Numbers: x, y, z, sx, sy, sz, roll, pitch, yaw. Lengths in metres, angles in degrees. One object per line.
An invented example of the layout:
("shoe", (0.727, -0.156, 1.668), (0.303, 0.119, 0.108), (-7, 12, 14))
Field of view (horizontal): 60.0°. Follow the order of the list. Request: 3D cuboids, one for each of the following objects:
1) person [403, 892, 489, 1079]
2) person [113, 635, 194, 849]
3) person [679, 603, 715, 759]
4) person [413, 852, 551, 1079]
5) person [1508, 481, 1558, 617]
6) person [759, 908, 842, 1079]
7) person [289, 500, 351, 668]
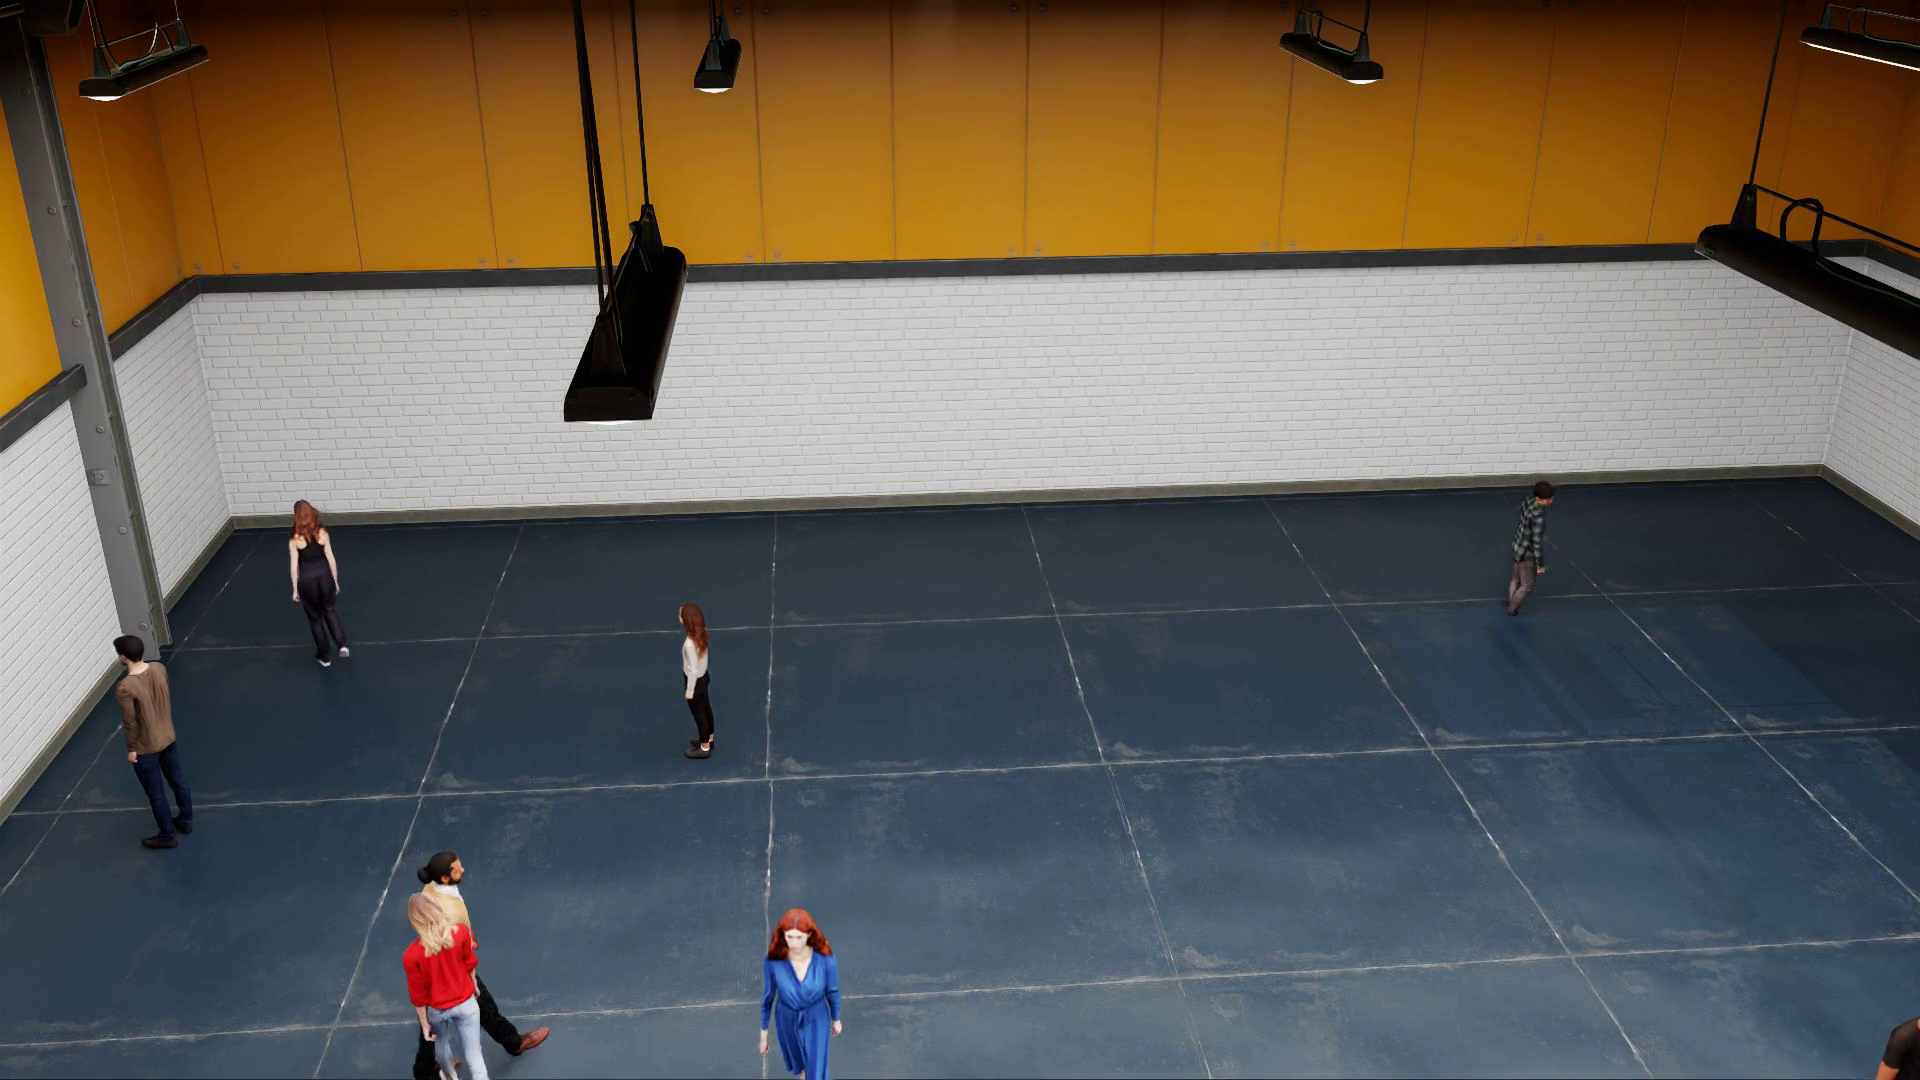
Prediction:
("person", (-3.181, 2.991, 10.480), (0.960, 1.673, 1.225), (-13, 27, -28))
("person", (-6.505, 1.602, 13.389), (0.779, 1.889, 0.626), (6, 24, 12))
("person", (-2.324, 1.238, 14.727), (0.652, 1.484, 0.490), (4, 24, 8))
("person", (-3.392, 2.814, 10.838), (1.063, 1.711, 1.172), (-14, 27, -29))
("person", (5.934, 0.099, 17.491), (0.822, 1.678, 0.522), (-7, 24, -15))
("person", (-0.966, 3.008, 10.327), (0.739, 1.765, 1.187), (1, 24, 2))
("person", (-6.237, 0.460, 16.194), (0.806, 1.733, 0.881), (-21, 31, -39))
